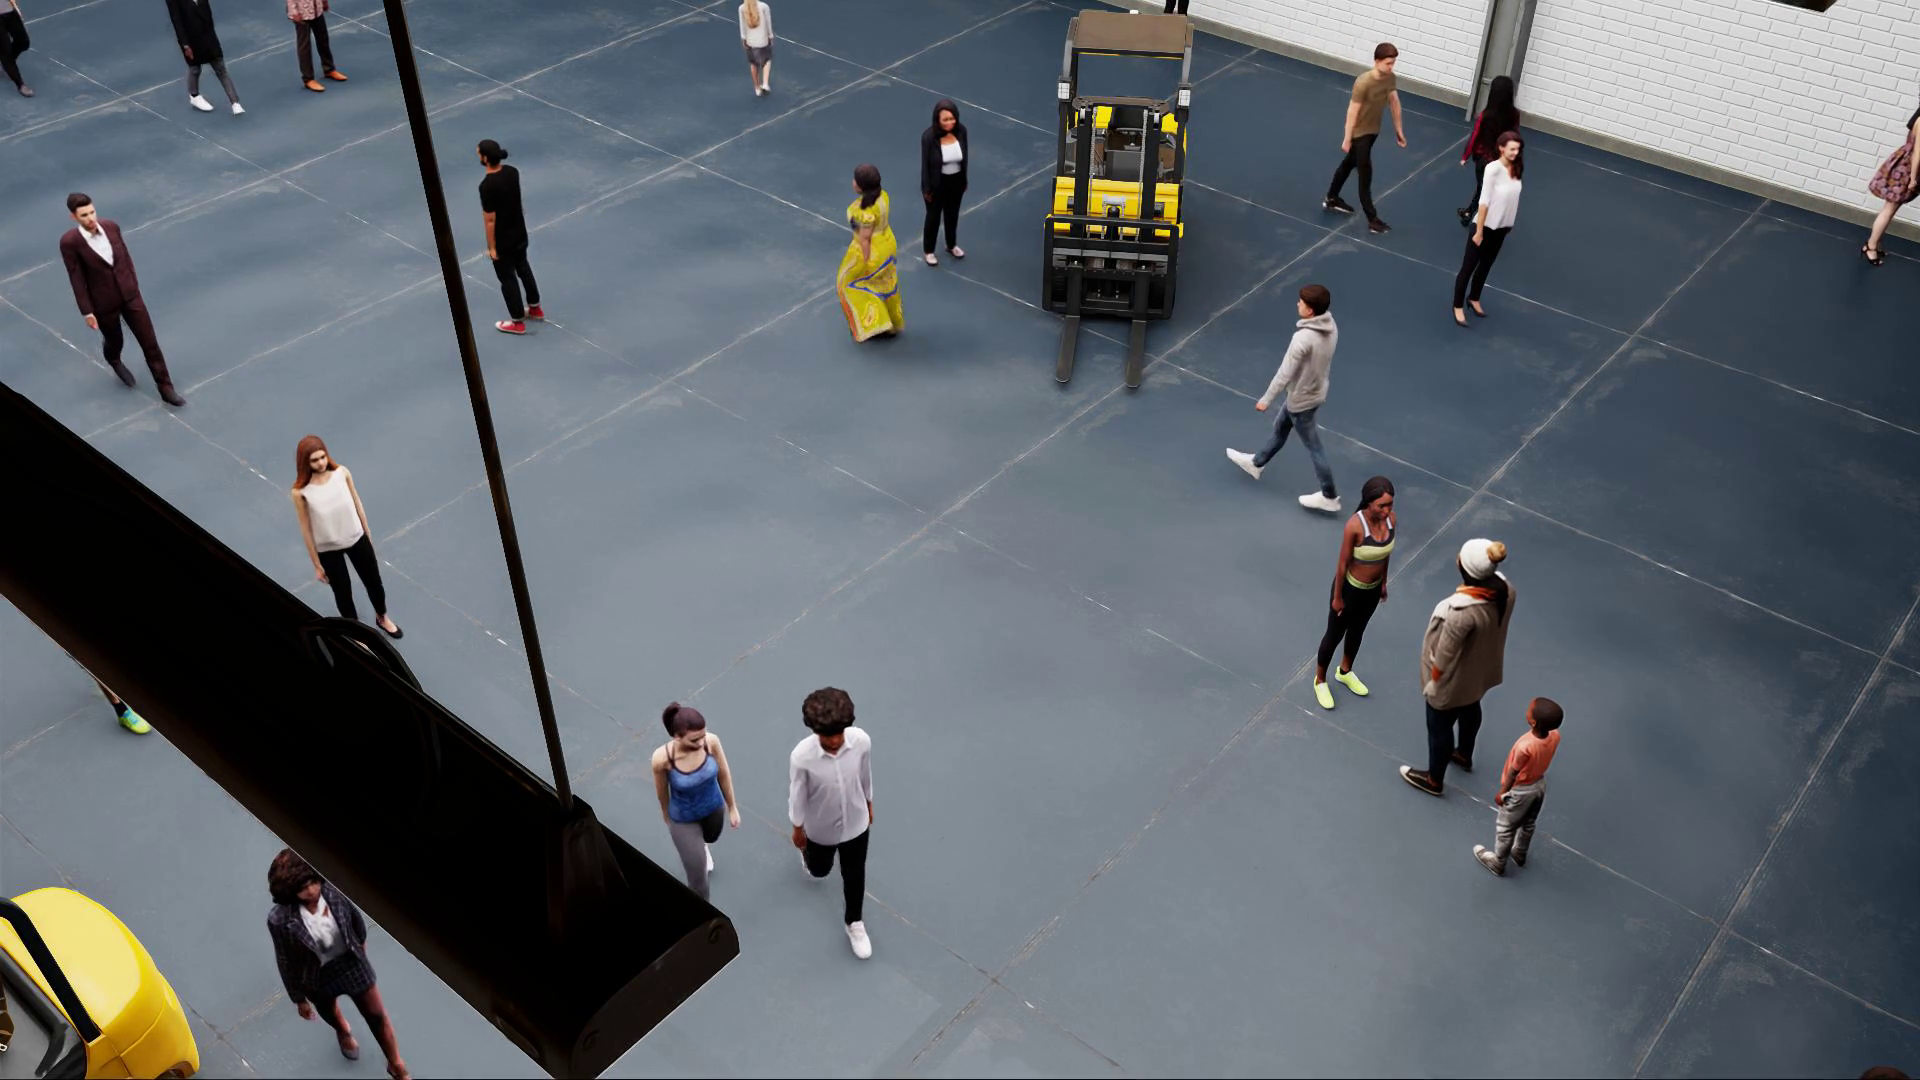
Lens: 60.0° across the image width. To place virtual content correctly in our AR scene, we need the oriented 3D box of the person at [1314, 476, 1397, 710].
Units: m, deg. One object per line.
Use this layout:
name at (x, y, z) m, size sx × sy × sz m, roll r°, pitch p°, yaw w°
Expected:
person at (2.538, 0.309, 10.652) m, size 0.635 × 1.755 × 0.636 m, roll -17°, pitch 42°, yaw -20°

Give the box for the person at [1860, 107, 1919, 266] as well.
person at (8.651, -3.360, 15.228) m, size 0.729 × 1.775 × 0.723 m, roll 18°, pitch 42°, yaw 21°

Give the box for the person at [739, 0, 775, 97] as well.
person at (-2.237, -5.498, 18.311) m, size 0.623 × 1.270 × 0.689 m, roll 1°, pitch 39°, yaw 1°

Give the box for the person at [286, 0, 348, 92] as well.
person at (-7.245, -5.915, 18.408) m, size 0.660 × 1.800 × 0.724 m, roll 19°, pitch 42°, yaw 22°

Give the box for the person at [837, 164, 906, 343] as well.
person at (-0.667, -2.410, 14.141) m, size 0.870 × 1.648 × 0.907 m, roll 15°, pitch 41°, yaw 18°

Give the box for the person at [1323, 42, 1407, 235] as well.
person at (3.783, -3.895, 15.874) m, size 0.819 × 1.806 × 1.177 m, roll -32°, pitch 48°, yaw -34°

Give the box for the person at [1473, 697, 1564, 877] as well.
person at (3.268, 1.426, 9.609) m, size 0.530 × 1.310 × 0.550 m, roll -21°, pitch 43°, yaw -24°

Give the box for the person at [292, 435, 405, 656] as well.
person at (-4.148, 0.008, 11.057) m, size 0.647 × 1.720 × 0.634 m, roll -24°, pitch 45°, yaw -27°

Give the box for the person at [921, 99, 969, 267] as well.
person at (-0.152, -3.307, 15.295) m, size 0.723 × 1.611 × 0.735 m, roll -21°, pitch 43°, yaw -24°

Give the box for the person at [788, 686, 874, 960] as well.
person at (-0.720, 1.466, 9.175) m, size 0.949 × 1.789 × 1.154 m, roll -15°, pitch 41°, yaw -17°

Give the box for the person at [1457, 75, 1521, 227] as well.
person at (4.984, -3.455, 15.464) m, size 0.916 × 1.630 × 1.058 m, roll -10°, pitch 40°, yaw -12°

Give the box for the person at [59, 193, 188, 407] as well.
person at (-6.879, -1.965, 13.436) m, size 1.187 × 1.834 × 0.683 m, roll 28°, pitch 46°, yaw 30°

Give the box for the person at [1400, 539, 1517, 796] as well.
person at (3.044, 0.739, 10.005) m, size 0.707 × 1.889 × 0.702 m, roll -30°, pitch 47°, yaw -32°

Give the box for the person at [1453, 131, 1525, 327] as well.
person at (4.575, -2.706, 14.395) m, size 0.664 × 1.794 × 0.611 m, roll -23°, pitch 44°, yaw -26°

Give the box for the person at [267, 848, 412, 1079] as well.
person at (-3.239, 2.124, 8.445) m, size 0.733 × 1.672 × 0.959 m, roll -26°, pitch 45°, yaw -28°

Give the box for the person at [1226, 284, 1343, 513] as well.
person at (2.626, -0.993, 12.238) m, size 1.275 × 1.809 × 0.818 m, roll 20°, pitch 43°, yaw 23°

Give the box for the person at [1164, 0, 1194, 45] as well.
person at (2.547, -6.541, 19.294) m, size 0.462 × 1.674 × 0.644 m, roll 27°, pitch 46°, yaw 30°

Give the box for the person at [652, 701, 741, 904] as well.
person at (-1.493, 1.471, 9.340) m, size 0.773 × 1.577 × 1.072 m, roll -20°, pitch 43°, yaw -23°

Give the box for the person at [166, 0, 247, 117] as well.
person at (-8.220, -5.389, 17.815) m, size 1.129 × 1.719 × 0.698 m, roll 21°, pitch 43°, yaw 25°

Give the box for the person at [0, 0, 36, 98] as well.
person at (-10.630, -5.799, 18.309) m, size 0.892 × 1.742 × 0.704 m, roll 21°, pitch 43°, yaw 24°

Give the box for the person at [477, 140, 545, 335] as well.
person at (-3.890, -2.620, 14.319) m, size 0.671 × 1.755 × 0.704 m, roll 14°, pitch 41°, yaw 17°
